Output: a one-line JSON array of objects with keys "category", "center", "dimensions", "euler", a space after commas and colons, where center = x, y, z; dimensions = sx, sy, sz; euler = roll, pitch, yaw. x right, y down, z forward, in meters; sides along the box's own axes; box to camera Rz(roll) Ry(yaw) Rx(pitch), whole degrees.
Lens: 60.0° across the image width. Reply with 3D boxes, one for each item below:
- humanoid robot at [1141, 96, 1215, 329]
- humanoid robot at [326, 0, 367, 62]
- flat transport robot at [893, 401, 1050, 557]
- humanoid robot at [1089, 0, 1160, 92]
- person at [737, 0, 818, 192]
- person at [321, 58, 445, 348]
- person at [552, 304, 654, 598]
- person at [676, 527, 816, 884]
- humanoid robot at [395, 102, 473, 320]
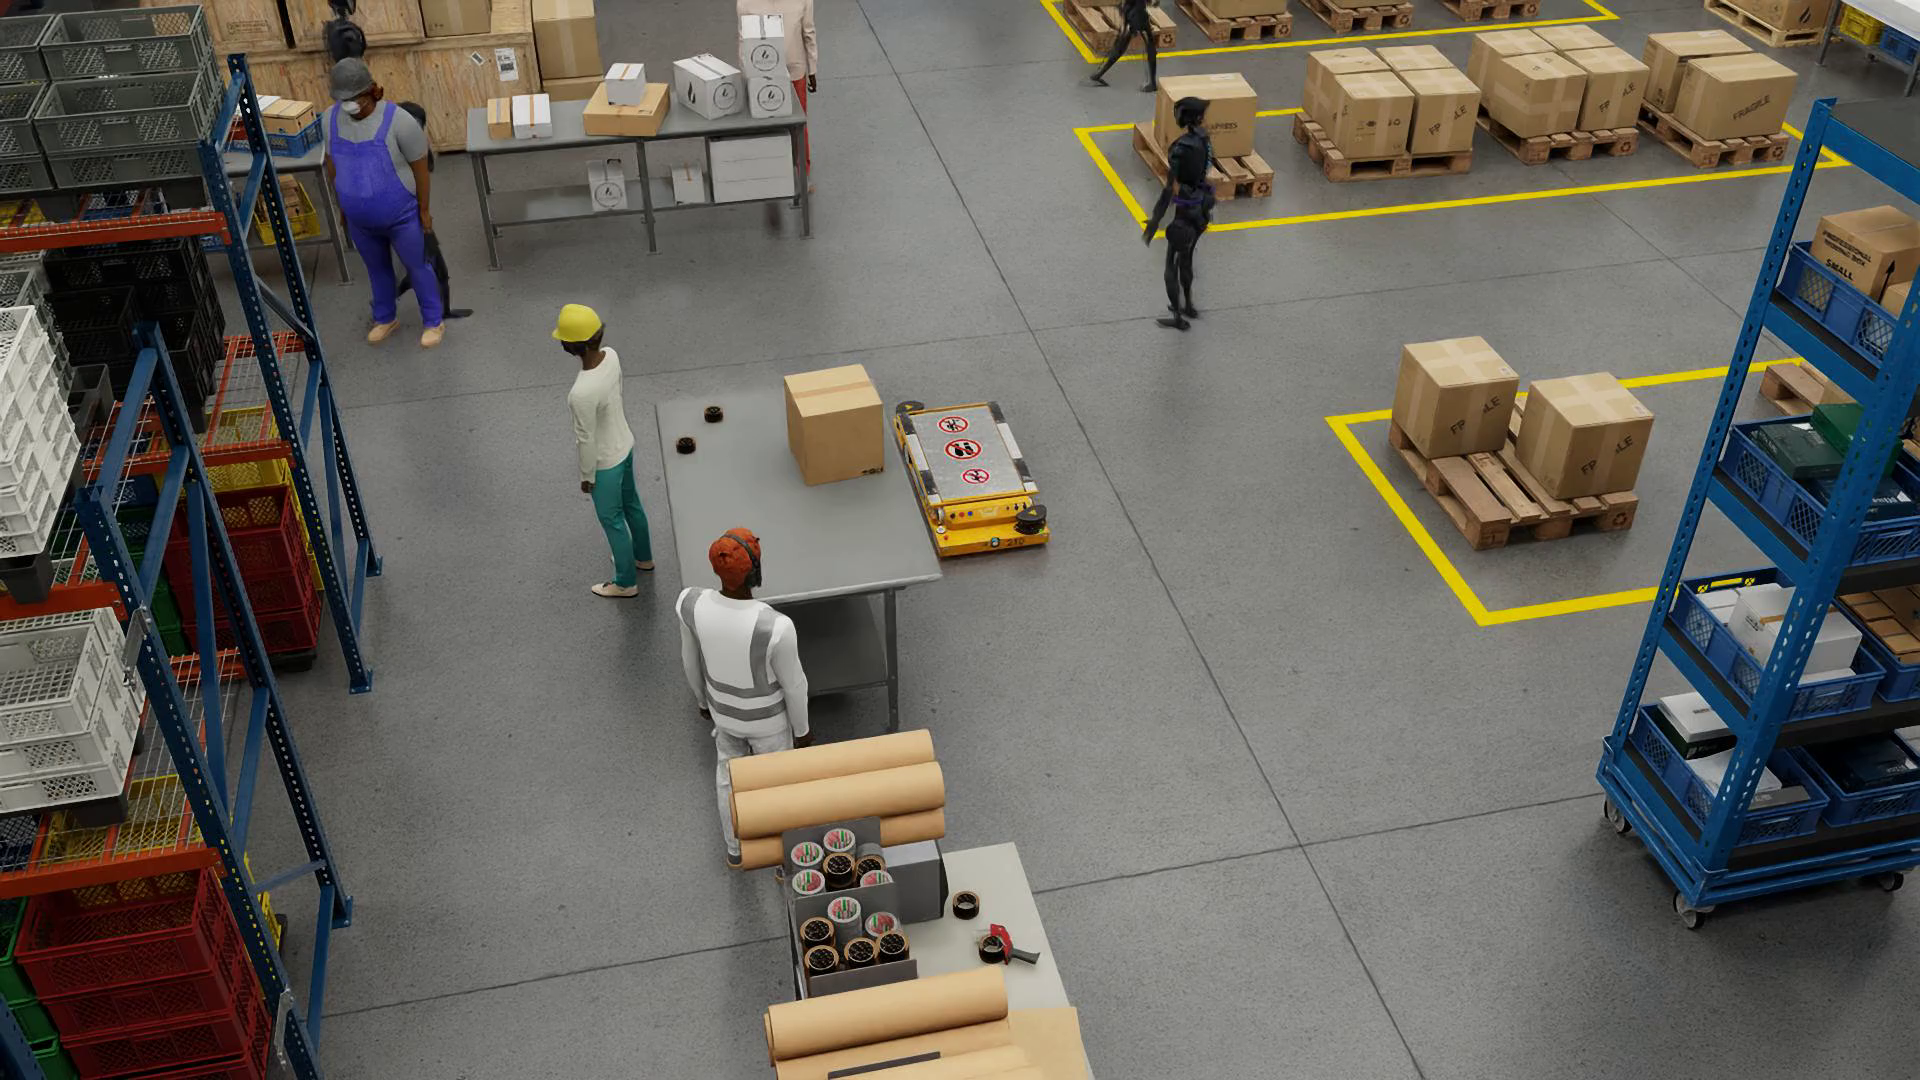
[{"category": "humanoid robot", "center": [1.500, -2.243, 11.413], "dimensions": [0.430, 1.655, 0.602], "euler": [21, 41, 26]}, {"category": "humanoid robot", "center": [-4.753, -3.505, 13.088], "dimensions": [0.376, 1.654, 0.612], "euler": [-16, 39, -20]}, {"category": "flat transport robot", "center": [0.046, -0.430, 10.108], "dimensions": [0.652, 0.197, 1.431], "euler": [-8, 37, -10]}, {"category": "humanoid robot", "center": [1.552, -4.823, 14.901], "dimensions": [0.721, 1.649, 0.569], "euler": [-3, 37, -4]}, {"category": "person", "center": [-1.416, -3.666, 13.047], "dimensions": [0.614, 1.986, 0.406], "euler": [-7, 37, -9]}, {"category": "person", "center": [-3.855, -2.213, 11.046], "dimensions": [0.687, 2.000, 0.536], "euler": [5, 37, 7]}, {"category": "person", "center": [-1.926, -0.474, 8.943], "dimensions": [0.337, 1.756, 0.516], "euler": [5, 37, 6]}, {"category": "person", "center": [-0.900, 0.738, 7.211], "dimensions": [0.572, 1.882, 0.356], "euler": [15, 39, 19]}, {"category": "humanoid robot", "center": [-3.791, -2.208, 11.356], "dimensions": [0.586, 1.624, 0.602], "euler": [-18, 40, -23]}]
